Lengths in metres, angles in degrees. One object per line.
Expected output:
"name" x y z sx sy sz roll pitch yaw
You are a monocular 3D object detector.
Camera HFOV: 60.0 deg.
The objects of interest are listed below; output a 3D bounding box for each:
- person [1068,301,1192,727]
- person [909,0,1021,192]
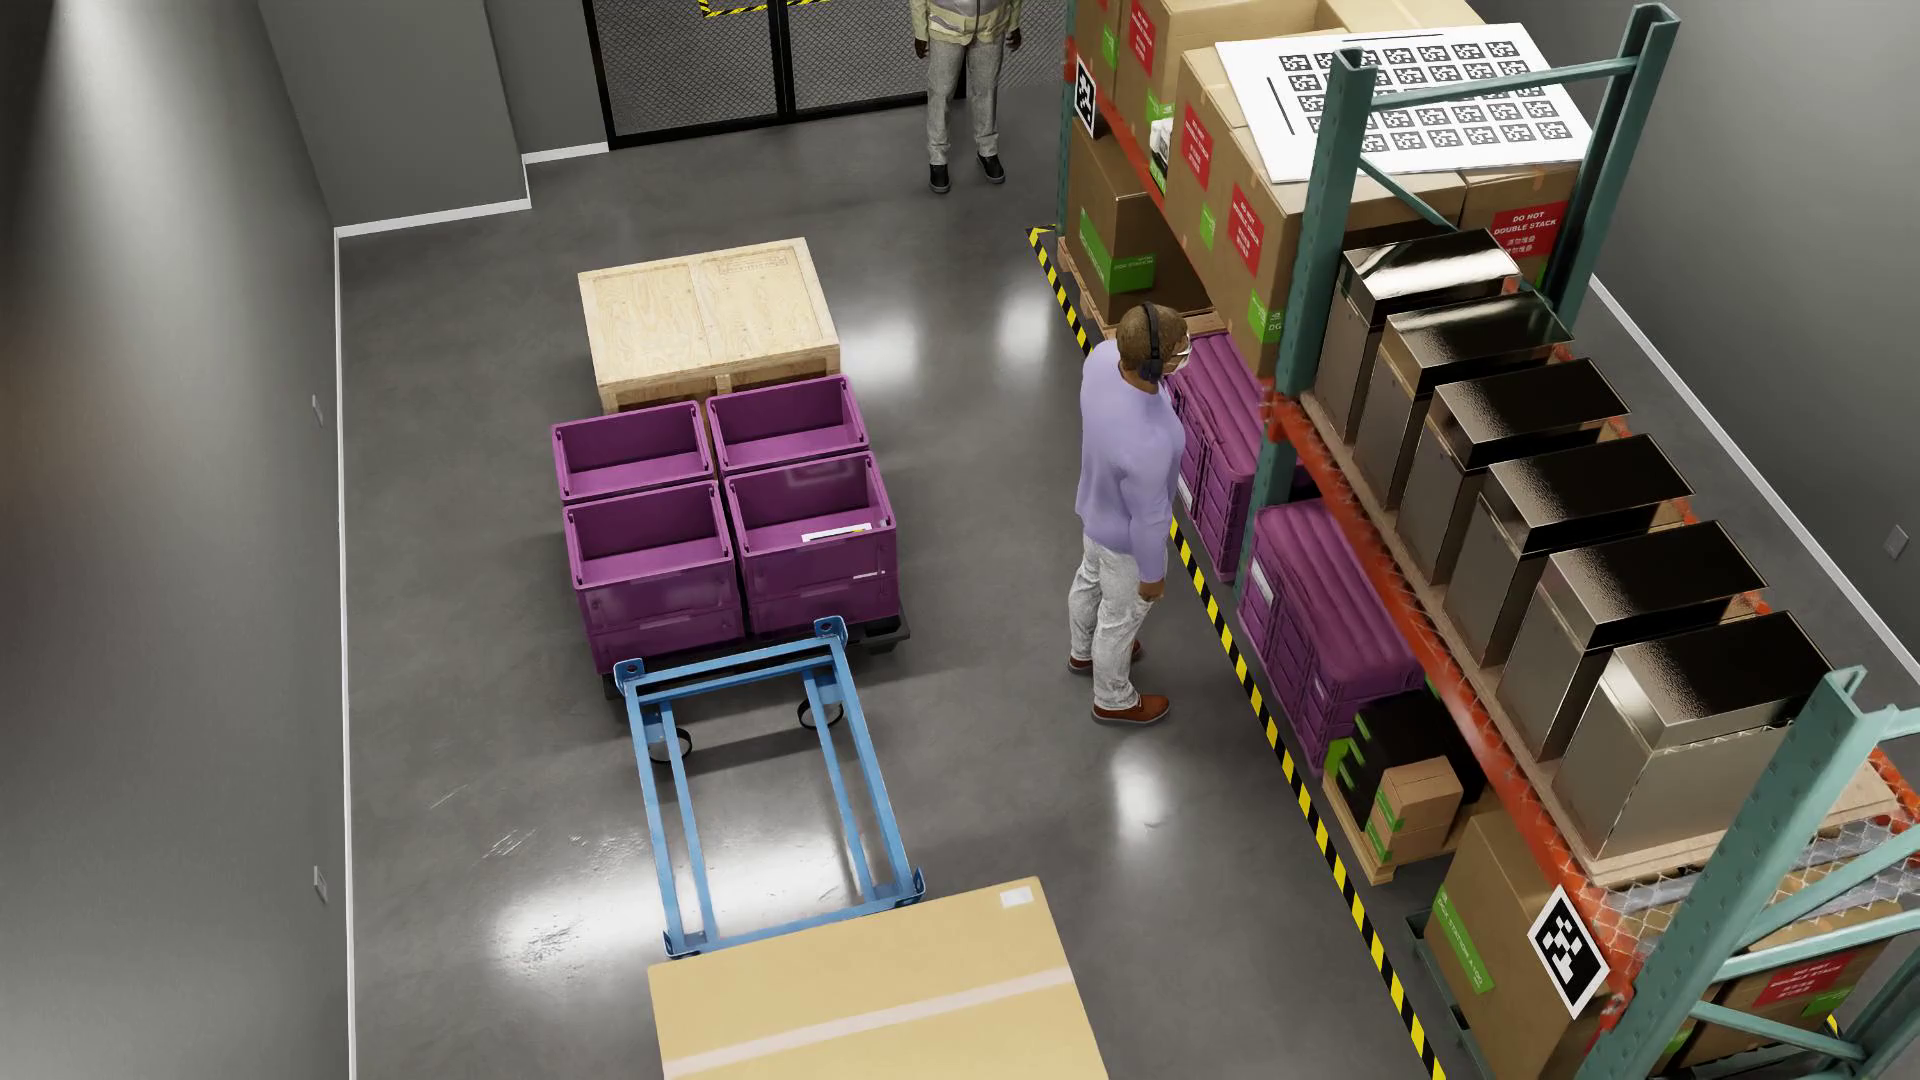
"person" 0.601 -0.074 5.955 0.373 1.940 0.629 -11 48 -10
"person" 0.039 -2.602 8.347 0.586 1.833 0.403 -11 48 -10
